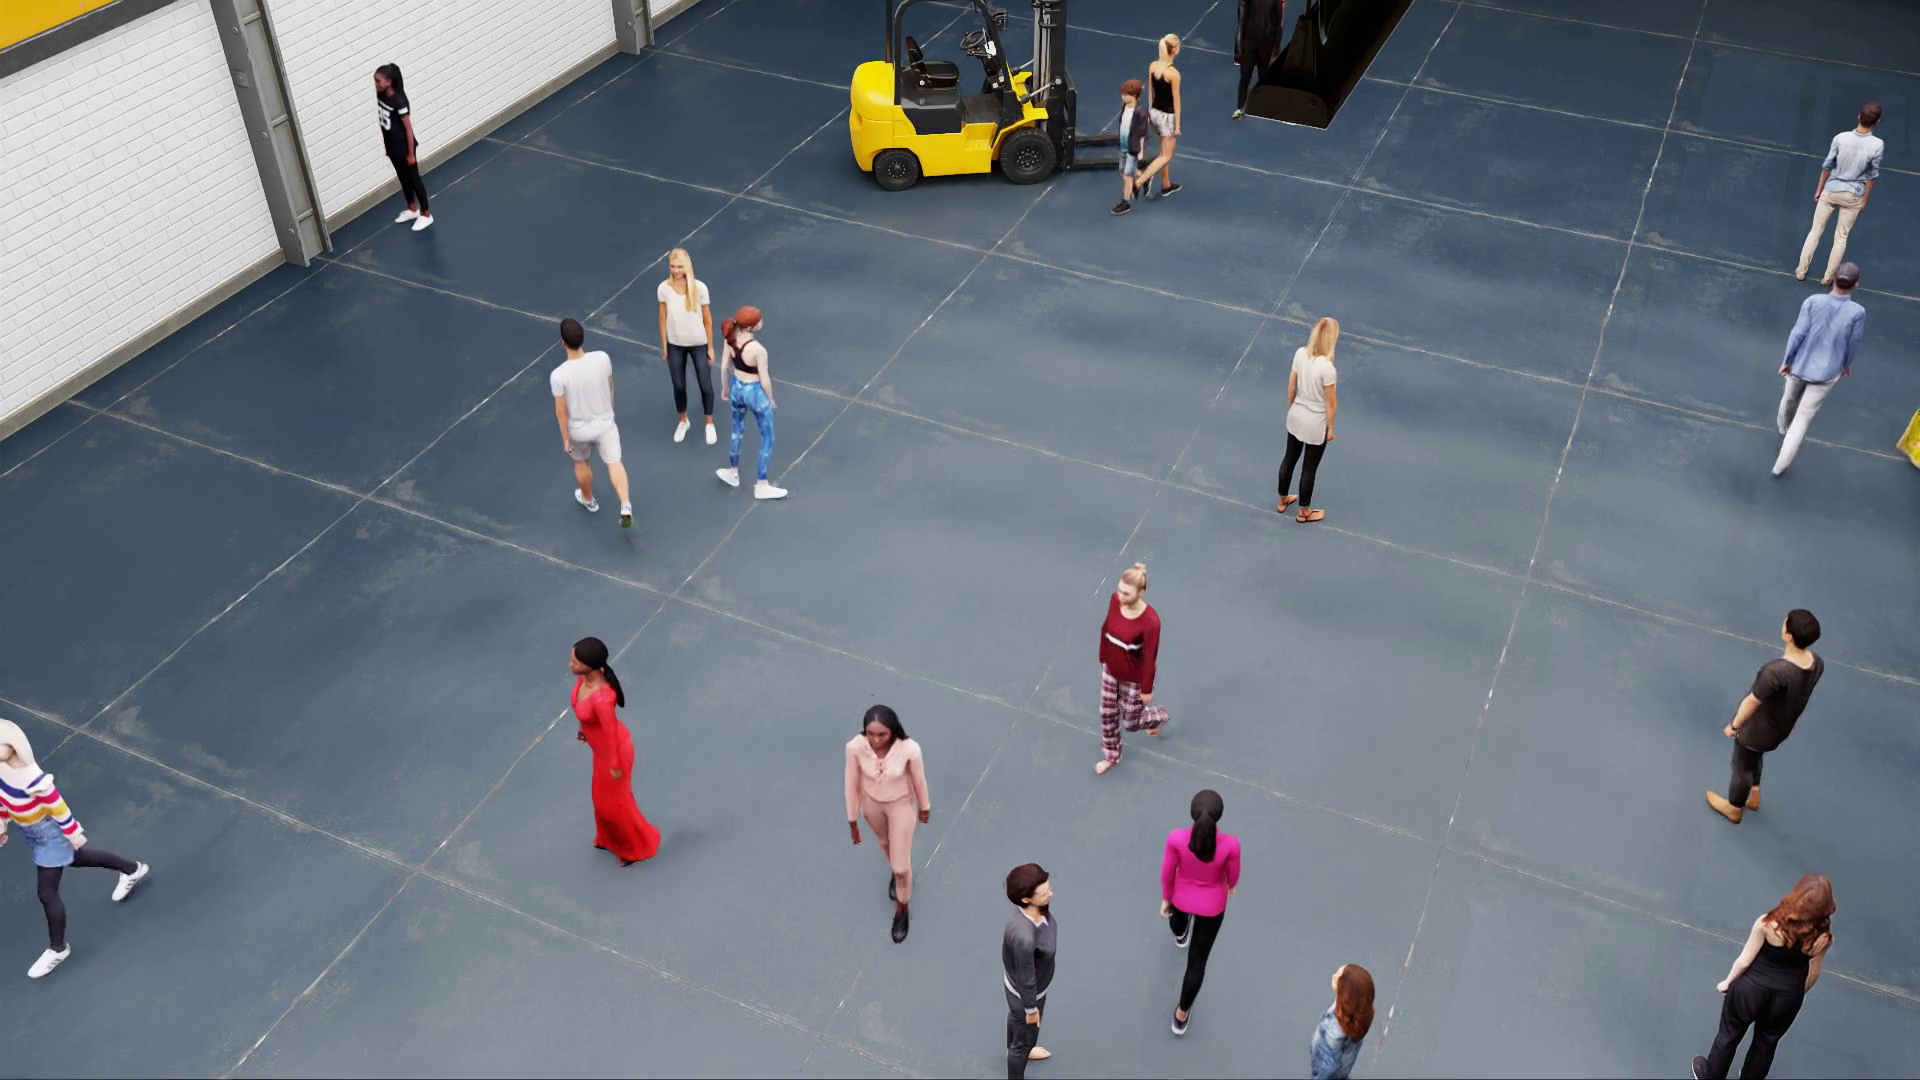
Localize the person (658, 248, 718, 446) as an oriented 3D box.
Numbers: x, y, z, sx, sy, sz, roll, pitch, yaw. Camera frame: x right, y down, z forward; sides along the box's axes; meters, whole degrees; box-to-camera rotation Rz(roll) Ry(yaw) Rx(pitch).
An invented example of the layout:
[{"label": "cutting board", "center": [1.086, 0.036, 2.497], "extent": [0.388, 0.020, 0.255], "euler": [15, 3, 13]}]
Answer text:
[{"label": "person", "center": [-2.282, -1.645, 14.007], "extent": [0.667, 1.814, 0.653], "euler": [1, 39, 1]}]

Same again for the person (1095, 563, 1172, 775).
[{"label": "person", "center": [1.153, 0.836, 11.005], "extent": [0.928, 1.683, 0.793], "euler": [-30, 48, -32]}]

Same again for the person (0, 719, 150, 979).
[{"label": "person", "center": [-5.355, 1.678, 9.883], "extent": [0.775, 1.767, 1.178], "euler": [22, 44, 25]}]

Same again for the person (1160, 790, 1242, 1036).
[{"label": "person", "center": [1.326, 2.128, 9.413], "extent": [0.698, 1.661, 1.119], "euler": [11, 40, 13]}]

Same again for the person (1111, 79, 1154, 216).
[{"label": "person", "center": [1.846, -4.147, 17.447], "extent": [0.931, 1.430, 0.797], "euler": [-23, 44, -26]}]

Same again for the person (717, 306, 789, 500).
[{"label": "person", "center": [-1.720, -1.118, 13.390], "extent": [0.855, 1.770, 0.628], "euler": [17, 42, 20]}]

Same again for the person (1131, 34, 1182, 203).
[{"label": "person", "center": [2.083, -4.406, 17.456], "extent": [1.140, 1.824, 0.927], "euler": [-25, 45, -28]}]

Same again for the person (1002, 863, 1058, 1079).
[{"label": "person", "center": [0.363, 2.377, 9.007], "extent": [0.748, 1.768, 0.603], "euler": [1, 39, 1]}]

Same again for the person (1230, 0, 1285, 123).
[{"label": "person", "center": [3.487, -5.772, 19.203], "extent": [0.700, 1.779, 1.077], "euler": [13, 41, 16]}]

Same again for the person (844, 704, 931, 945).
[{"label": "person", "center": [-0.423, 1.561, 10.085], "extent": [0.773, 1.698, 0.932], "euler": [5, 39, 6]}]

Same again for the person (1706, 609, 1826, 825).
[{"label": "person", "center": [5.169, 1.192, 10.543], "extent": [0.688, 1.703, 0.772], "euler": [-17, 42, -20]}]

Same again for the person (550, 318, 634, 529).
[{"label": "person", "center": [-2.852, -0.871, 13.027], "extent": [1.124, 1.828, 1.092], "euler": [-22, 43, -25]}]

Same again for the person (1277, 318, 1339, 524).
[{"label": "person", "center": [2.748, -0.939, 13.116], "extent": [0.676, 1.823, 0.684], "euler": [-27, 46, -30]}]

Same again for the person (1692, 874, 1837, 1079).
[{"label": "person", "center": [4.348, 2.427, 8.963], "extent": [0.626, 1.746, 0.564], "euler": [9, 39, 11]}]

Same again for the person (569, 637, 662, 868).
[{"label": "person", "center": [-2.135, 1.300, 10.353], "extent": [0.834, 1.782, 0.798], "euler": [-19, 42, -22]}]

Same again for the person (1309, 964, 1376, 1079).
[{"label": "person", "center": [1.986, 2.739, 8.788], "extent": [0.644, 1.476, 0.453], "euler": [20, 43, 23]}]

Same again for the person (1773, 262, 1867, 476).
[{"label": "person", "center": [6.992, -1.371, 13.641], "extent": [0.796, 1.842, 1.192], "euler": [23, 44, 26]}]

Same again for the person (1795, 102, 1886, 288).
[{"label": "person", "center": [8.548, -3.349, 16.114], "extent": [0.686, 1.847, 0.610], "euler": [24, 44, 27]}]

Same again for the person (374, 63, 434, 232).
[{"label": "person", "center": [-5.739, -4.035, 17.067], "extent": [0.669, 1.730, 0.642], "euler": [28, 46, 30]}]
